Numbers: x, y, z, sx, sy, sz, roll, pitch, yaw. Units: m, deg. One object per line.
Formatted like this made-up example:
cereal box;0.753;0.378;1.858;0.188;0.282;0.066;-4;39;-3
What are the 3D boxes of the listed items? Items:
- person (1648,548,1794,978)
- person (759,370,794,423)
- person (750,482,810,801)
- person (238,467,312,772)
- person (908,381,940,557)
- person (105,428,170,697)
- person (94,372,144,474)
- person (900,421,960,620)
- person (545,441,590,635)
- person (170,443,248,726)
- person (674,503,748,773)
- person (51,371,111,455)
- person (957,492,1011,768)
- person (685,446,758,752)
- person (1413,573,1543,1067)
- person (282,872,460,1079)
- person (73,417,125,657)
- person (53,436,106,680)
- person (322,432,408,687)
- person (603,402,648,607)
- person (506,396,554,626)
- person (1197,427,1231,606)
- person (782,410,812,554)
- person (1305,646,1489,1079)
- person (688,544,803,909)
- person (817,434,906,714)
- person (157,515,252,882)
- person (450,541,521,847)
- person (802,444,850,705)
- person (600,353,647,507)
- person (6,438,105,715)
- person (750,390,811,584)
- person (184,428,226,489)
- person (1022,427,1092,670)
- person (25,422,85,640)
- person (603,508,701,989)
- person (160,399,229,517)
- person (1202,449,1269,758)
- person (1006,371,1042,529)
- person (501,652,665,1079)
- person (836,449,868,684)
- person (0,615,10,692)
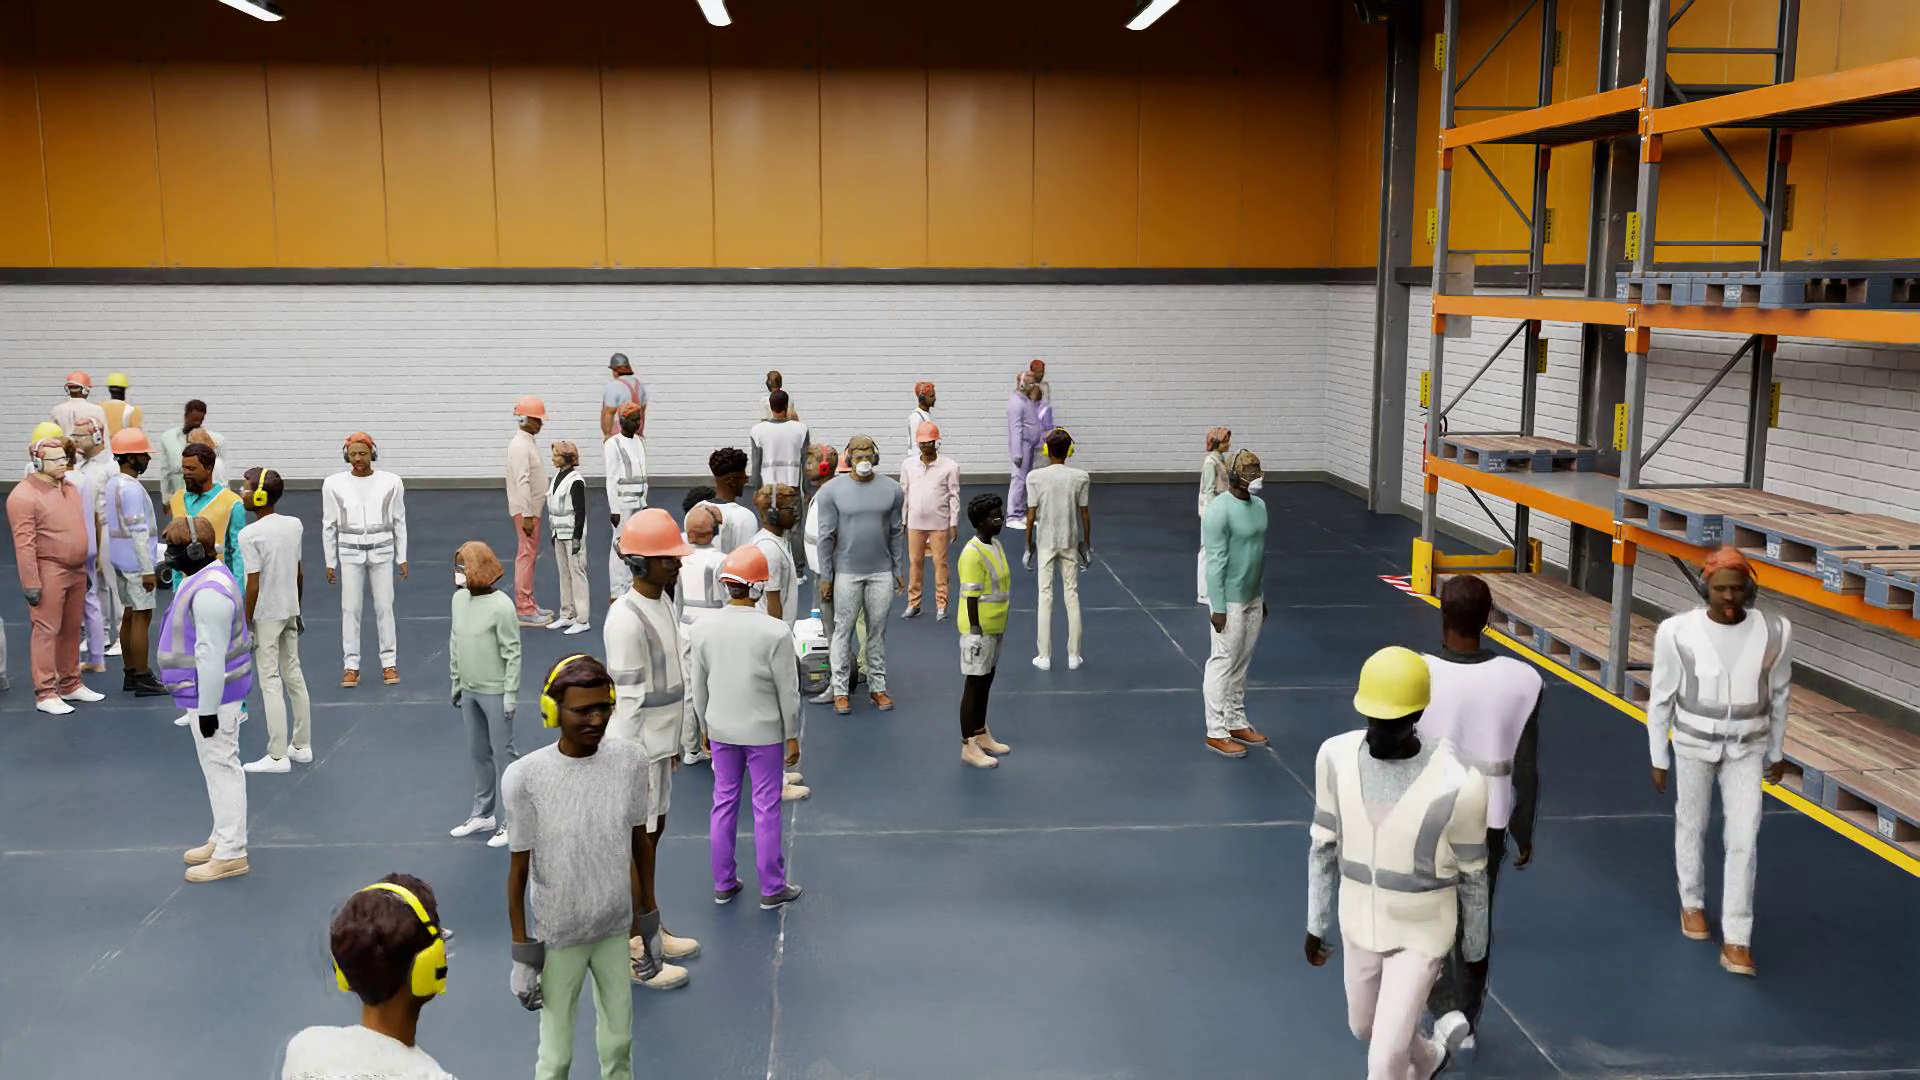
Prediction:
person;3.334;0.952;7.302;0.588;1.836;0.903;2;9;15
person;-2.303;-1.209;20.908;0.501;1.839;0.340;-9;12;-43
person;-1.065;0.580;9.629;0.331;1.844;0.519;-2;9;-12
person;-4.203;0.483;10.147;0.328;1.876;0.513;3;9;16
person;-0.387;-0.770;17.985;0.343;1.882;0.586;2;9;12
person;-5.919;0.159;11.981;0.354;1.939;0.544;-8;12;-41
person;-9.672;-0.963;19.106;0.597;1.915;0.547;0;9;-1
person;-0.281;-0.168;14.609;0.561;1.752;0.327;2;9;15
person;-3.316;-0.027;14.082;0.309;1.641;0.514;-7;12;-38
person;-5.023;0.302;11.148;0.592;1.920;0.392;3;9;18
person;-1.540;0.597;10.150;0.514;1.645;0.308;7;11;38
person;-9.519;-0.842;18.093;0.610;1.993;0.380;0;9;0
person;0.154;0.546;10.304;0.315;1.695;0.541;3;9;17
person;-1.453;0.394;10.449;0.615;1.953;0.361;8;12;40
person;1.913;1.082;6.333;0.596;1.902;0.616;0;9;2
person;-1.080;1.583;3.324;0.562;1.856;0.370;7;11;37
person;-6.864;-0.026;13.243;0.642;1.908;0.399;4;10;24
person;-6.656;0.135;12.469;0.359;1.834;0.524;3;9;17
person;-4.376;0.142;12.258;0.583;1.882;0.338;-3;10;-19
person;-3.016;-0.315;15.124;0.337;1.882;0.584;3;10;19
person;-3.719;-0.254;14.418;0.396;1.984;0.624;-2;9;-10
person;2.343;-0.221;15.298;0.313;1.639;0.517;3;10;18
person;-1.821;-0.593;17.723;0.508;1.612;0.649;0;9;-3
person;1.454;1.231;5.453;0.590;1.885;0.932;9;12;43
person;-1.010;0.890;7.965;0.563;1.752;0.326;3;10;20
person;-0.677;0.232;11.520;0.636;1.938;0.355;-3;10;-20
person;-3.802;0.783;8.398;0.430;1.836;0.626;-5;10;-26
person;-2.527;0.811;8.841;0.505;1.632;0.269;7;11;36
person;-0.918;0.237;11.776;0.388;1.847;0.563;-2;9;-10
person;-4.432;-1.444;21.722;0.535;2.000;0.687;4;10;24
person;-6.265;0.241;11.567;0.407;1.906;0.655;1;9;5
person;-1.740;-0.504;16.224;0.588;1.913;0.390;-1;9;-8
person;-6.949;-0.222;15.364;0.500;1.626;0.302;5;10;29
person;0.747;0.066;12.780;0.533;1.869;0.311;-1;9;-4
person;-7.471;-0.071;13.807;0.592;1.824;0.407;2;9;11
person;-1.315;0.876;7.150;0.394;2.044;0.609;1;9;4
person;-7.196;-0.402;15.724;0.631;1.877;0.500;0;9;-2
person;1.761;0.388;10.543;0.370;1.939;0.631;7;11;36
person;0.777;-1.077;19.891;0.404;1.896;0.645;3;9;15
person;-1.185;1.264;5.290;0.511;1.863;0.327;-7;11;-36
person;-0.775;0.193;12.343;0.342;1.748;0.573;-1;9;-4
person;-7.061;0.187;11.815;0.415;1.939;0.604;-1;9;-6
